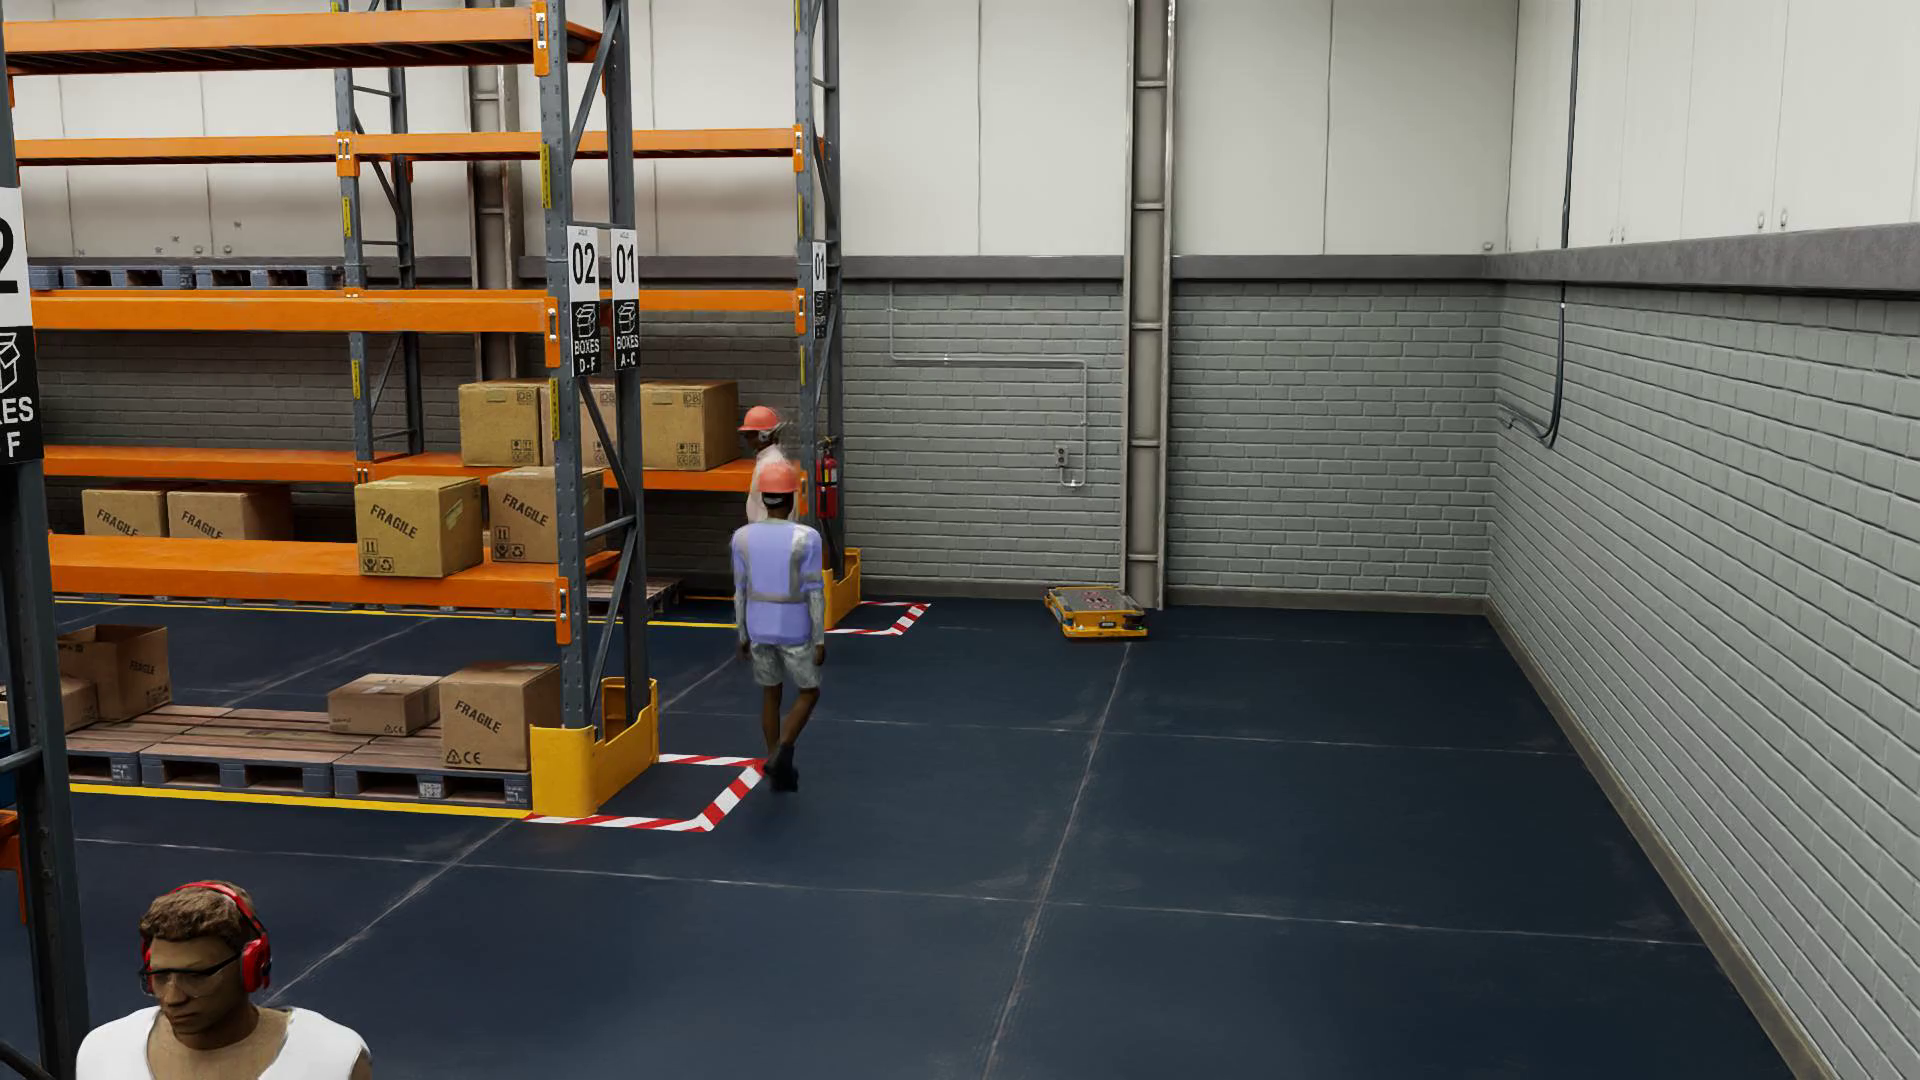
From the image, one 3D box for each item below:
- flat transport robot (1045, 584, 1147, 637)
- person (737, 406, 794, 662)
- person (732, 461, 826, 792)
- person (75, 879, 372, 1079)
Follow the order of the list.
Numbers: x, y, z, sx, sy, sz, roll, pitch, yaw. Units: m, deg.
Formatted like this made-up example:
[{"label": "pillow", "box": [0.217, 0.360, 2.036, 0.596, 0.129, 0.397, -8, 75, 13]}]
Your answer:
[{"label": "flat transport robot", "box": [1.134, 0.587, 14.117, 0.652, 0.197, 1.431, -1, 9, -5]}, {"label": "person", "box": [-1.500, -0.031, 12.654, 0.476, 1.977, 0.650, -2, 9, -9]}, {"label": "person", "box": [-1.032, 0.515, 9.437, 0.554, 1.922, 0.536, 3, 10, 16]}, {"label": "person", "box": [-1.428, 1.545, 3.294, 0.563, 1.848, 0.391, 0, 9, -3]}]
